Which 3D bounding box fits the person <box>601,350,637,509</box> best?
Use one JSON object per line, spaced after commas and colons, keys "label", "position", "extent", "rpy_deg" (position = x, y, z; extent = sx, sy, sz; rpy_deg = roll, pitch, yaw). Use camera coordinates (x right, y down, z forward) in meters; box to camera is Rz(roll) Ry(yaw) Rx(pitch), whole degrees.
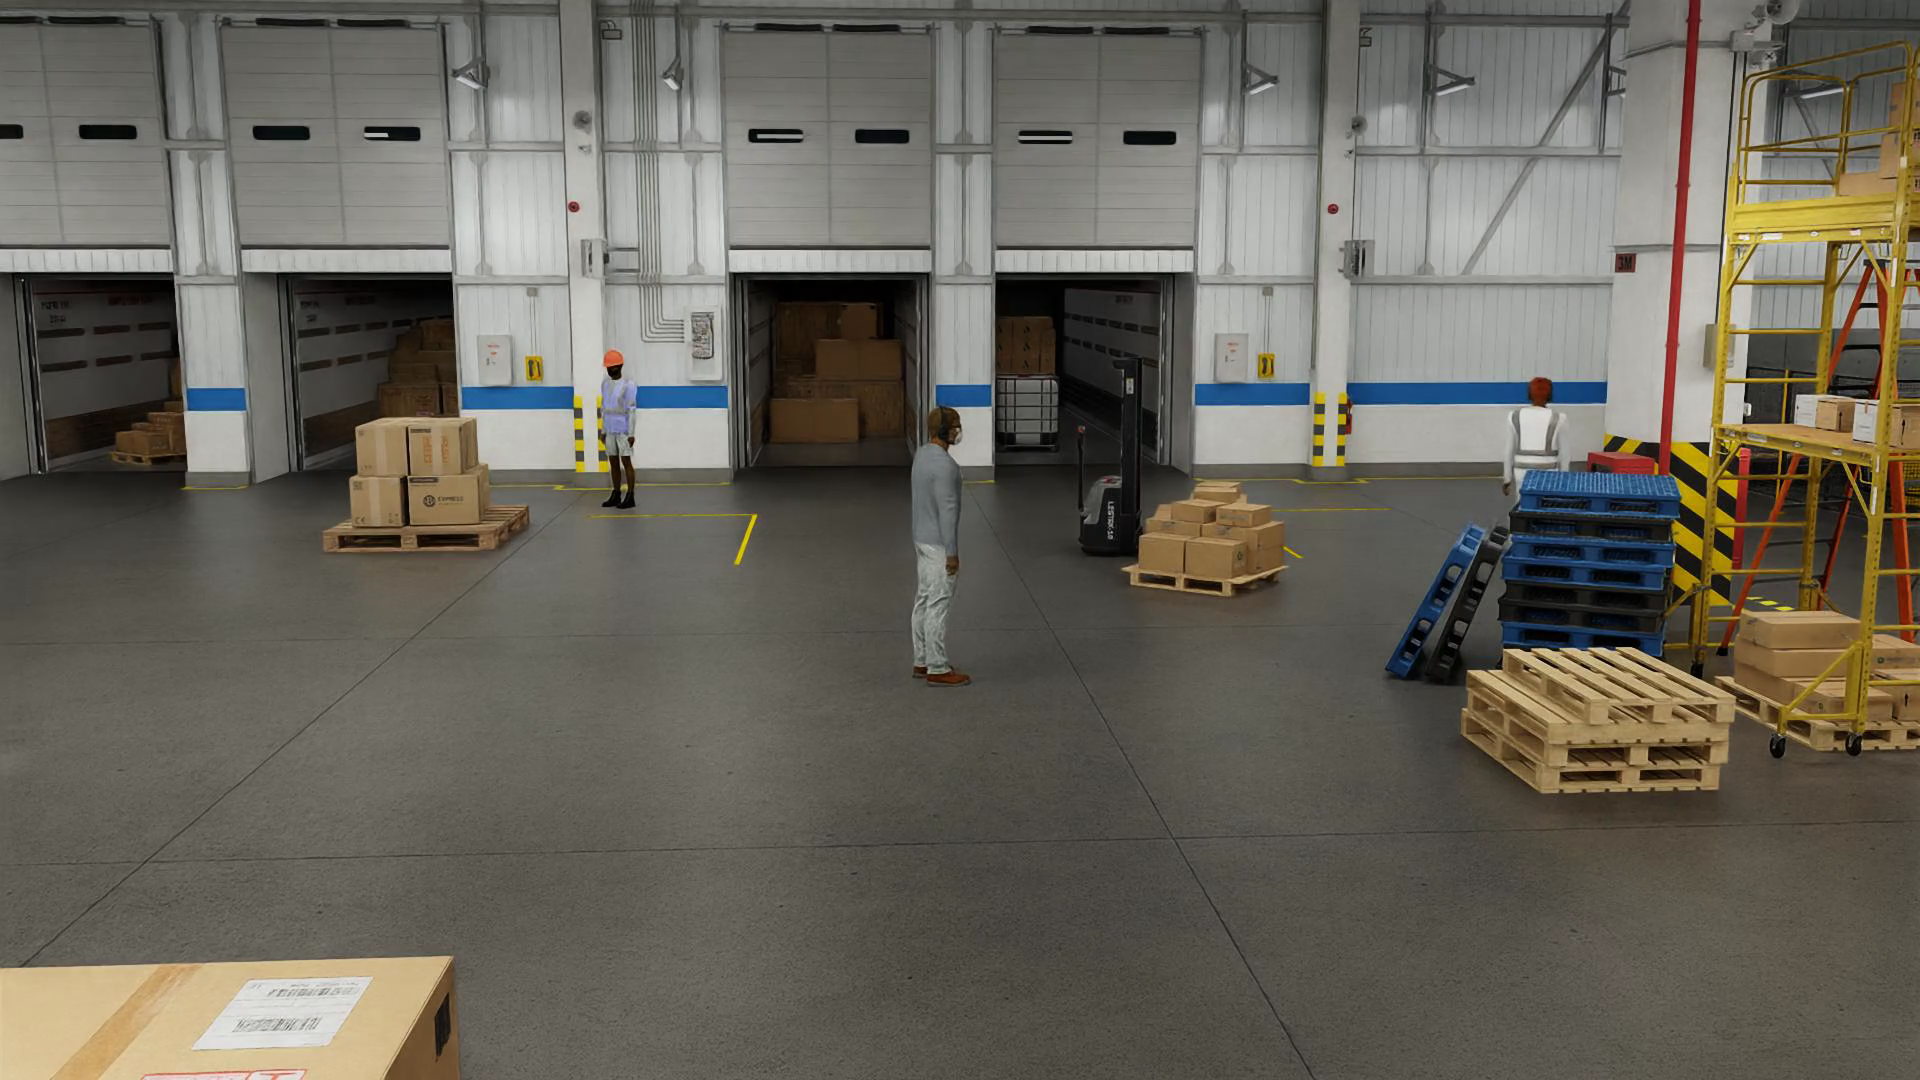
{"label": "person", "position": [-4.153, -1.338, 20.139], "extent": [0.543, 1.929, 0.386], "rpy_deg": [6, 11, 34]}

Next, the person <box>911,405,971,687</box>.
{"label": "person", "position": [-0.151, 0.037, 11.459], "extent": [0.356, 1.938, 0.633], "rpy_deg": [-3, 10, -18]}

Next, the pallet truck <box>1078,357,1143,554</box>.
{"label": "pallet truck", "position": [2.088, -0.836, 16.757], "extent": [1.885, 1.965, 0.823], "rpy_deg": [2, 9, 13]}

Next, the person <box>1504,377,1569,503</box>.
{"label": "person", "position": [5.373, -0.579, 15.513], "extent": [0.581, 1.883, 0.344], "rpy_deg": [6, 11, 33]}
